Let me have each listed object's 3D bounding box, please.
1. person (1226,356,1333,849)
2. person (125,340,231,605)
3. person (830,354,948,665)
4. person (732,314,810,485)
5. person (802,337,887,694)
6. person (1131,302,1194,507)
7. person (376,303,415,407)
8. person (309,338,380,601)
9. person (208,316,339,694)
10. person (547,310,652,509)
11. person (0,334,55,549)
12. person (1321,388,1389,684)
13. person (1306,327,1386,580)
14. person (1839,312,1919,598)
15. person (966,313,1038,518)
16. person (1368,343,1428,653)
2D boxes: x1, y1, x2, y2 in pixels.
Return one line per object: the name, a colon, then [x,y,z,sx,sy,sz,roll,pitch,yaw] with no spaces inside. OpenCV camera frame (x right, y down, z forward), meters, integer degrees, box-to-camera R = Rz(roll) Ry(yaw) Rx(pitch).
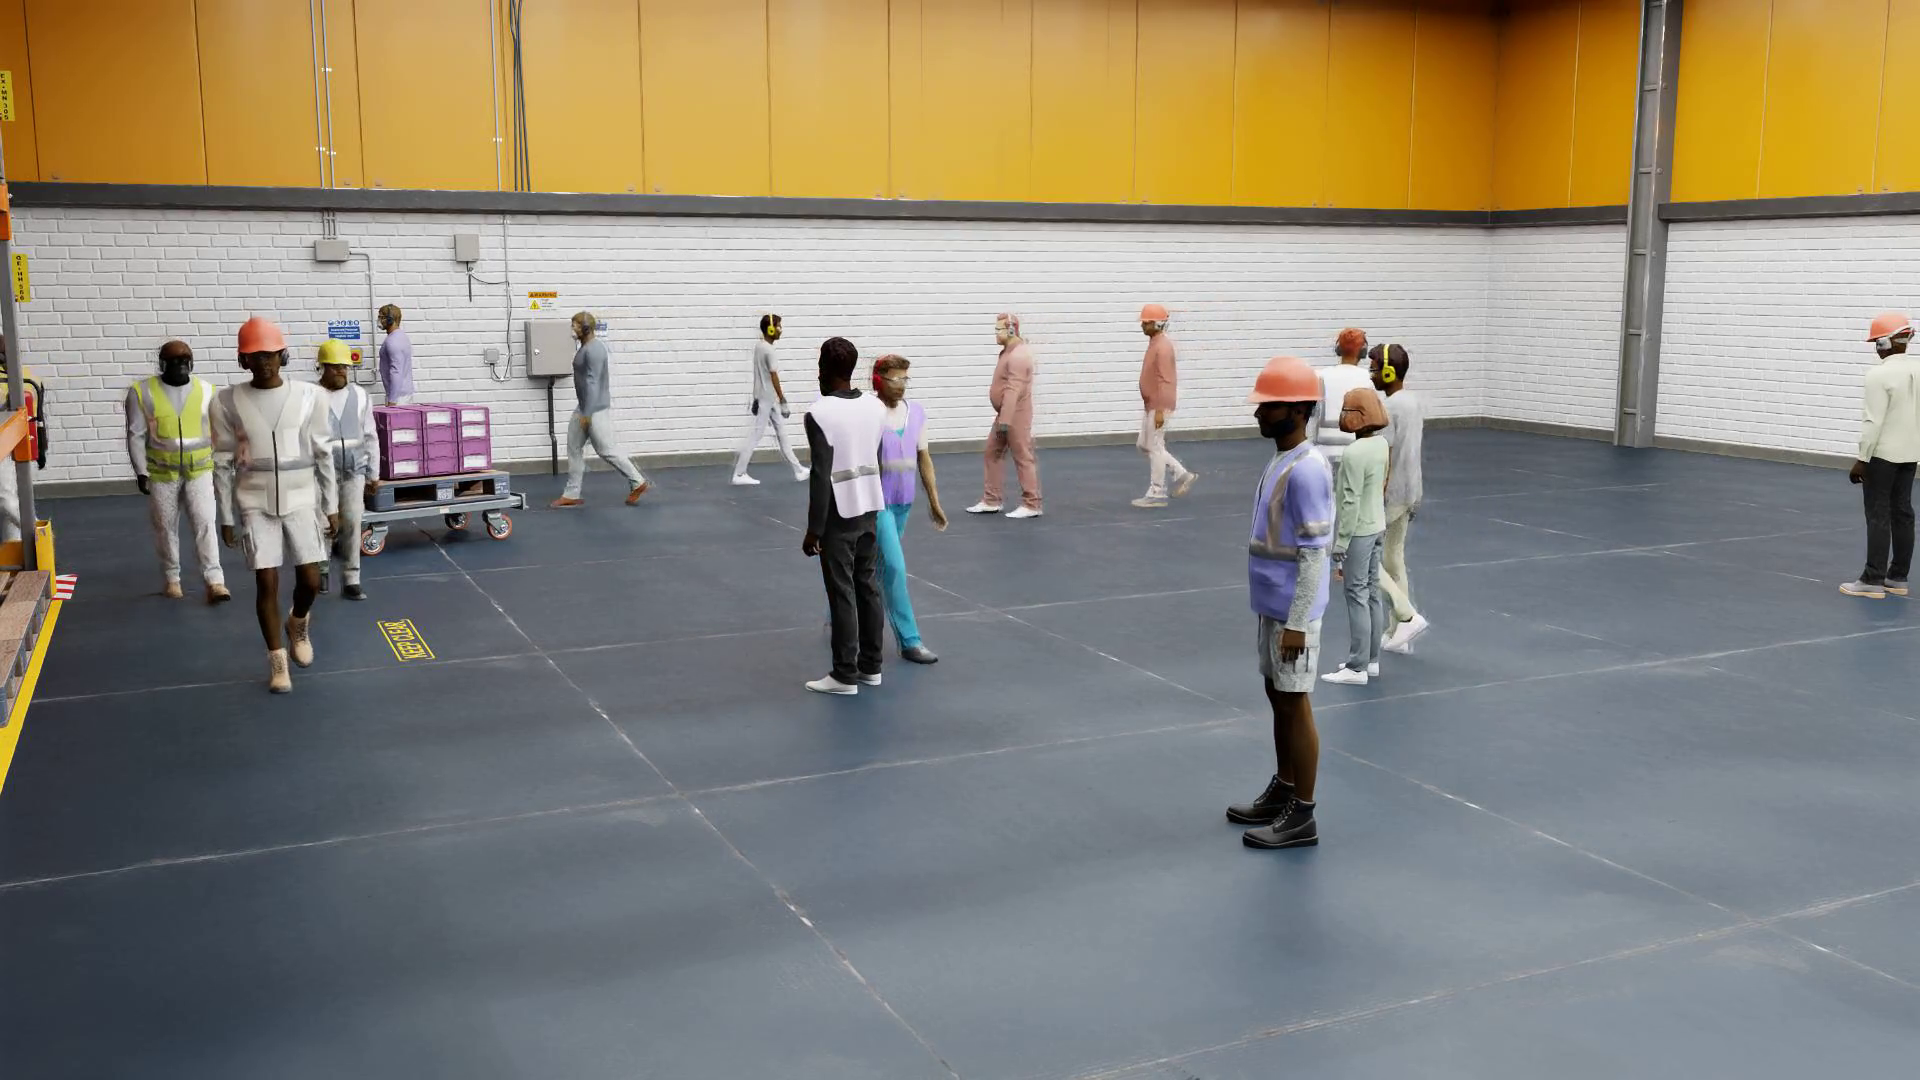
person: [1.267,0.247,6.571,0.358,1.937,0.552,0,9,-1]
person: [-5.326,-0.454,11.362,0.617,1.794,0.910,-5,11,-30]
person: [-0.469,-0.211,9.852,0.953,1.805,0.582,9,13,44]
person: [-1.989,-1.491,17.732,1.000,1.813,0.552,-3,10,-16]
person: [-0.613,-0.126,8.941,0.397,1.920,0.587,6,11,35]
person: [1.950,-1.300,16.028,0.559,1.982,0.620,-1,9,-6]
person: [-5.873,-1.486,17.319,0.372,1.940,0.630,-2,9,-14]
person: [-4.285,-0.478,11.438,0.613,1.813,0.420,-8,12,-40]
person: [-3.709,-0.196,9.017,0.627,2.030,0.536,-4,10,-25]
person: [-3.464,-1.245,15.949,0.935,1.910,0.632,-4,10,-26]
person: [-7.297,-0.691,12.807,0.808,1.812,0.627,4,10,22]
person: [2.197,-0.022,9.175,0.286,1.636,0.497,6,11,33]
person: [2.813,-0.619,12.156,0.597,1.866,0.465,5,10,27]
person: [6.456,-0.587,11.597,0.608,1.985,0.394,-4,10,-25]
person: [0.369,-1.127,15.254,0.791,1.877,0.678,-1,9,-7]
person: [2.531,-0.234,9.822,0.401,1.849,0.563,7,12,37]
